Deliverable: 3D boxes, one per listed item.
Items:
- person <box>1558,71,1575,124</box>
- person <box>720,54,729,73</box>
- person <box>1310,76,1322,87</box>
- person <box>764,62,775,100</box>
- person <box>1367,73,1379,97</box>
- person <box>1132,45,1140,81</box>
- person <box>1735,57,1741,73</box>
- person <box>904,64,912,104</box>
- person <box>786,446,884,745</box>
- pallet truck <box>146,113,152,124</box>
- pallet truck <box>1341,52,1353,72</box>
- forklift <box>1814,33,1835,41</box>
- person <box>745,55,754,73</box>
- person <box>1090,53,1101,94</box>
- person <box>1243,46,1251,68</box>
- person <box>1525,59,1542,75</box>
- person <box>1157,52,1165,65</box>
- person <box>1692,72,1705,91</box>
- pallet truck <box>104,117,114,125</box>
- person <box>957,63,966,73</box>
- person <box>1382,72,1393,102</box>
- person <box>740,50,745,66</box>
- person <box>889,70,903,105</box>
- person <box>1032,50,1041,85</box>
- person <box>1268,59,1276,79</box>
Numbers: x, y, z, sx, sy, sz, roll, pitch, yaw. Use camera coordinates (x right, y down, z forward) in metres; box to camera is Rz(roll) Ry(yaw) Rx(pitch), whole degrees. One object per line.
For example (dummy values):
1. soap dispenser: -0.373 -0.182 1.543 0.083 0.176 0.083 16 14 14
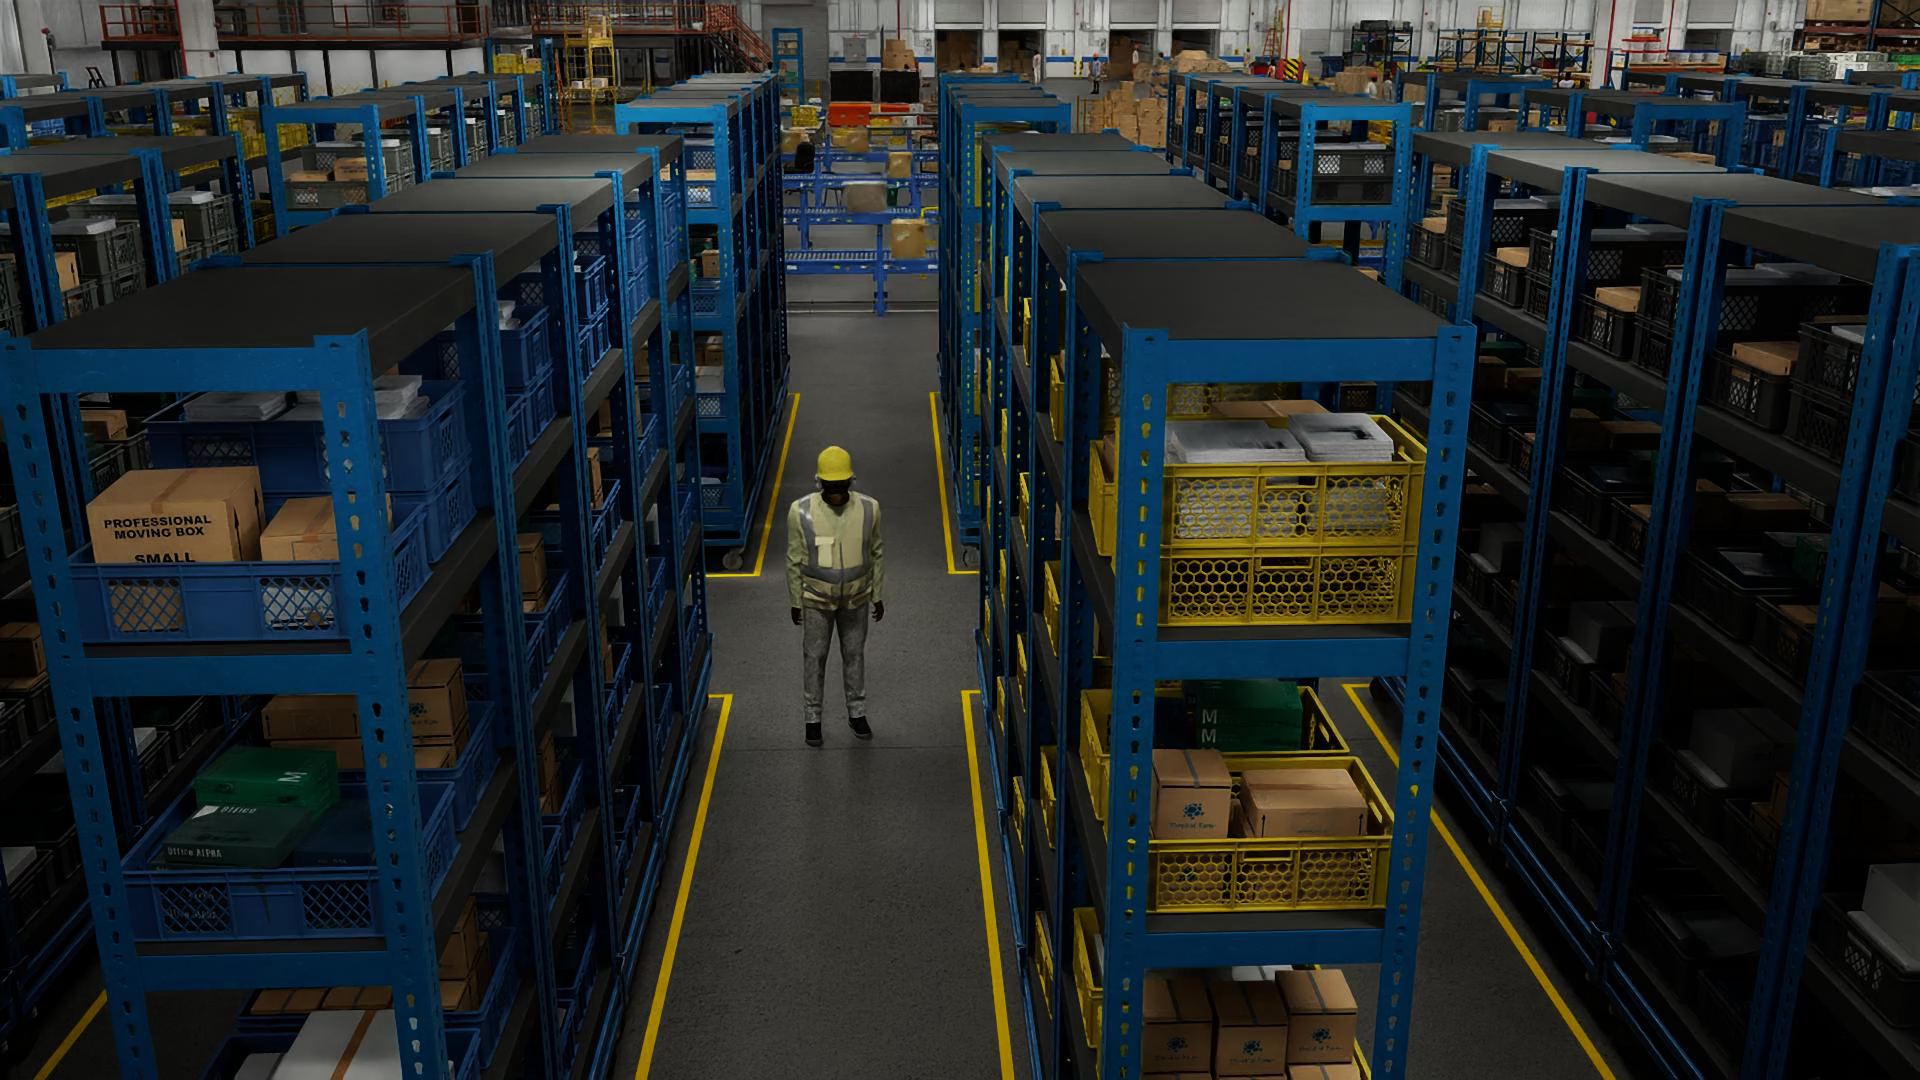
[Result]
1. person: 21.982 -16.009 60.345 0.596 1.918 0.384 10 21 29
2. person: -12.283 -24.577 87.011 1.027 1.830 0.639 2 18 5
3. person: 12.596 -15.529 59.047 0.601 1.802 0.601 5 18 14
4. person: -7.847 -18.834 69.008 0.614 1.963 0.362 -4 18 -13
5. person: 14.926 -15.873 59.972 0.985 1.883 0.549 -2 18 -6
6. person: 10.045 -27.241 94.979 0.378 1.995 0.612 -7 19 -19
7. person: 36.061 -21.410 77.097 0.584 1.905 0.732 0 18 0
8. person: -2.213 -19.140 70.158 0.339 1.838 0.508 9 20 27
9. person: -0.735 0.327 9.927 0.588 1.835 0.403 -5 19 -15
10. pallet truck: -18.087 -8.309 36.390 1.885 1.965 0.823 -1 18 -4
11. pallet truck: 18.794 -23.123 82.231 0.823 1.965 1.885 -13 22 -35
12. forklift: 44.096 -24.547 85.225 1.129 2.768 1.873 7 19 21
13. person: -10.842 -24.106 85.710 0.501 1.718 0.696 -5 18 -14
14. person: 6.626 -22.780 81.264 0.369 1.939 0.542 -9 20 -27
15. person: 16.428 -27.255 95.127 0.369 1.928 0.586 -9 20 -26
16. person: 24.046 -19.141 69.838 0.683 2.000 0.536 6 19 17
17. person: 10.618 -25.066 88.535 0.770 1.821 0.631 10 21 29
18. person: 29.530 -17.914 66.372 0.586 1.829 0.959 12 21 32
19. pallet truck: -18.367 -7.885 35.078 1.885 1.965 0.823 1 18 2
20. person: 0.014 -19.628 71.723 0.507 1.828 0.942 16 24 41
21. person: 15.710 -16.240 61.139 0.309 1.868 0.534 -7 19 -21
22. person: -11.283 -24.516 86.619 0.402 1.949 0.605 2 18 7
23. person: -2.375 -16.382 61.494 0.596 1.921 0.386 12 21 33
24. person: 4.151 -25.732 90.554 0.429 1.841 0.634 14 22 36
25. person: 15.075 -22.387 80.451 0.321 1.693 0.535 15 23 38
